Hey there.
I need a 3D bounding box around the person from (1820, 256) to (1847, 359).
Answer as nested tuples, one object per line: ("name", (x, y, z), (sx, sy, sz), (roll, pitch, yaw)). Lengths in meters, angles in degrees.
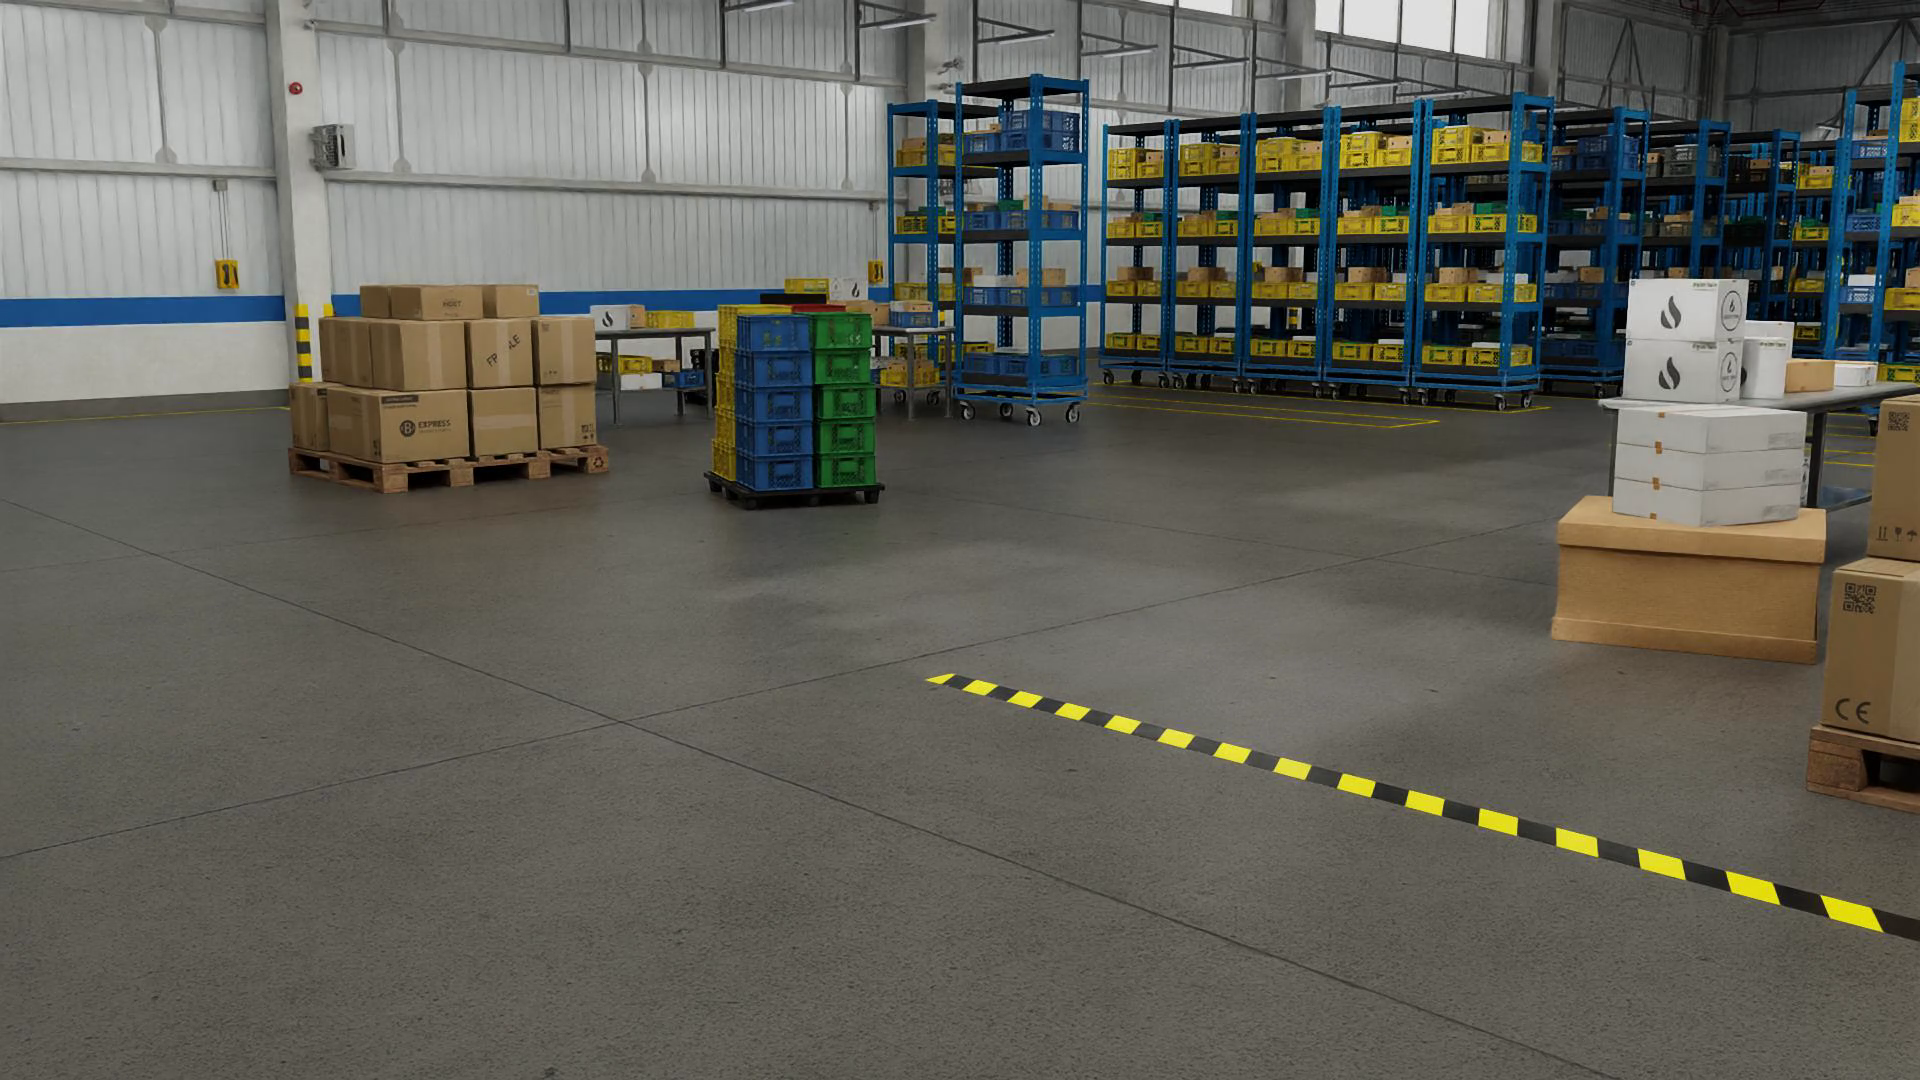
("person", (14.326, -3.747, 27.291), (0.403, 1.831, 0.597), (6, 11, 33))
